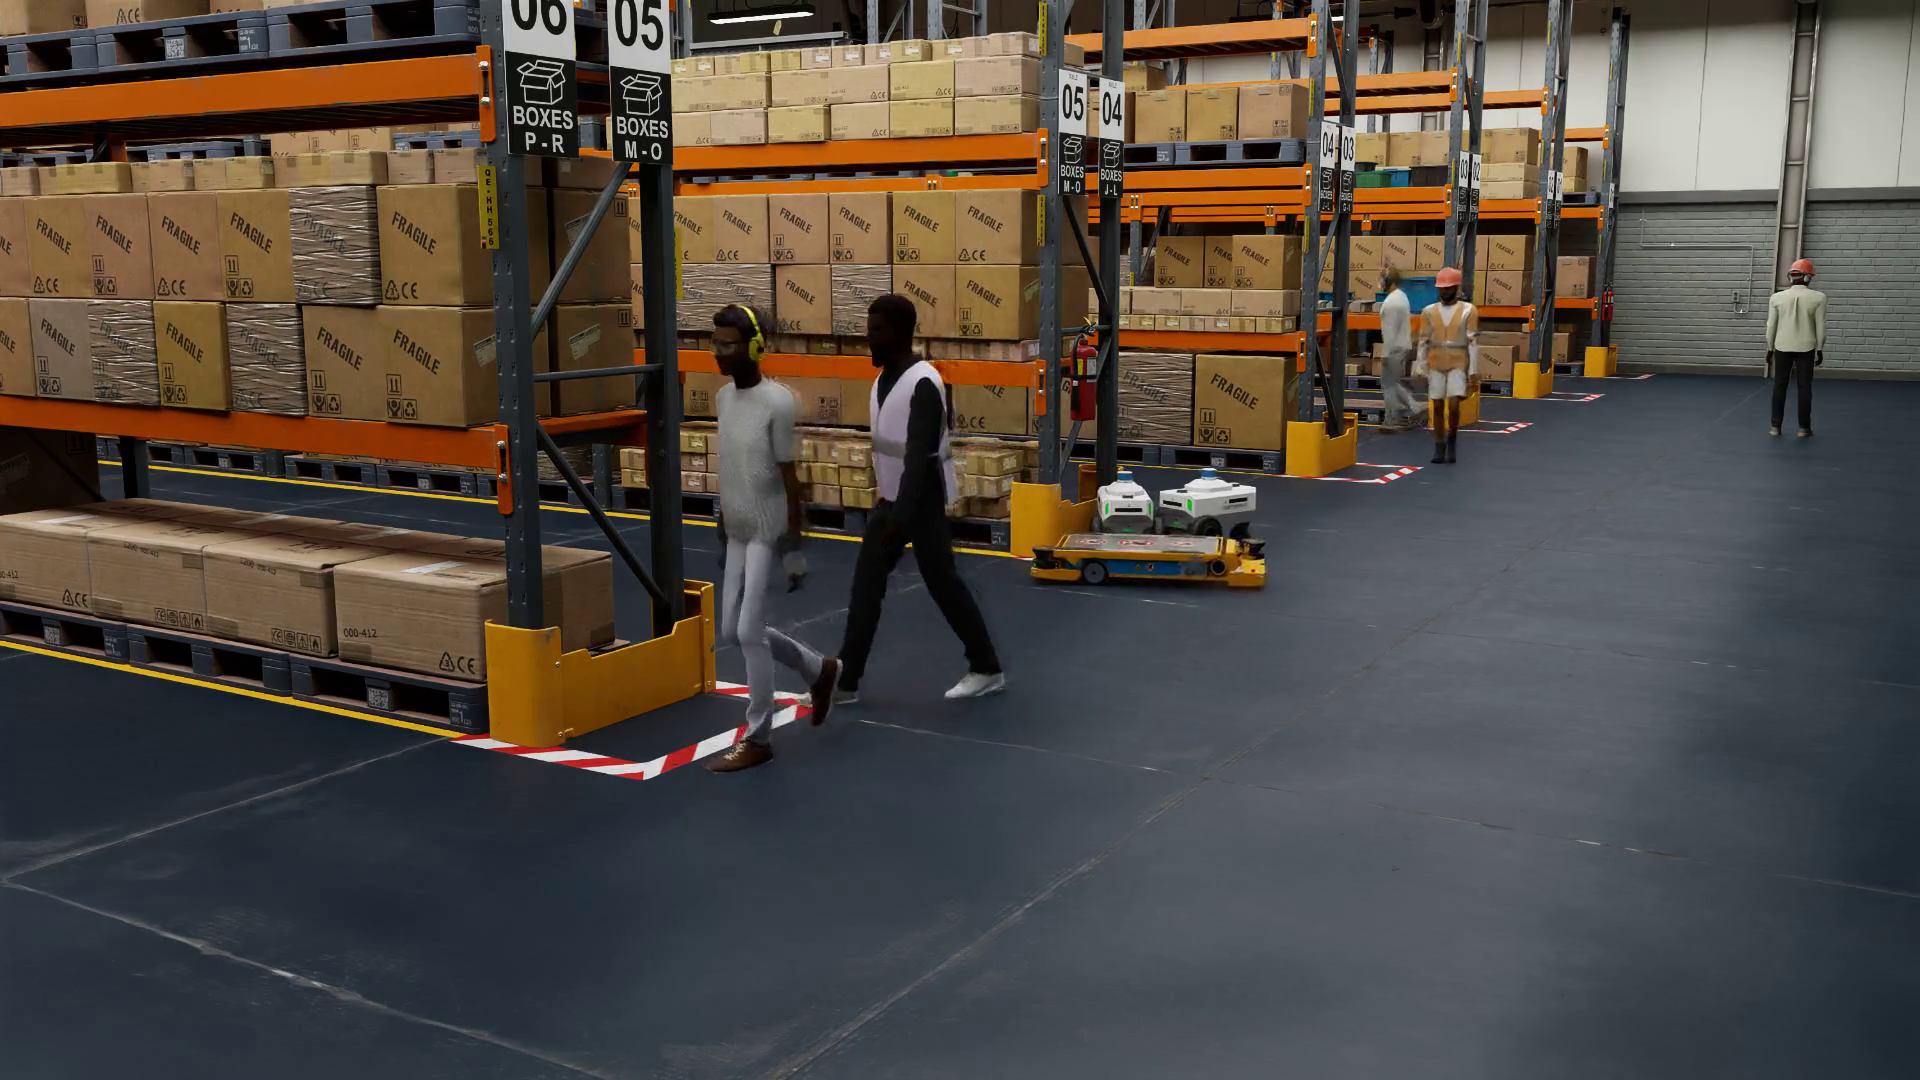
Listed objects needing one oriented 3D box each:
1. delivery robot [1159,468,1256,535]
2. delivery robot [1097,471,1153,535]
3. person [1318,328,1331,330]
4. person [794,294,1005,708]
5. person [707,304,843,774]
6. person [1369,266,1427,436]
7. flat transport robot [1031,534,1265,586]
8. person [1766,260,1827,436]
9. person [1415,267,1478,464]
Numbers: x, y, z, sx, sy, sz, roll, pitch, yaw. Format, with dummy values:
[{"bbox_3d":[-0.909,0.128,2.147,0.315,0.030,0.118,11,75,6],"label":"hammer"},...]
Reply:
[{"bbox_3d":[1.725,-0.255,11.547,0.707,0.478,0.477,-7,12,-37],"label":"delivery robot"},{"bbox_3d":[1.128,-0.229,11.395,0.477,0.478,0.707,0,10,1],"label":"delivery robot"},{"bbox_3d":[6.532,-3.955,29.699,0.783,1.845,0.658,5,11,26],"label":"person"},{"bbox_3d":[-0.232,-0.165,7.504,0.987,1.871,0.591,-5,11,-28],"label":"person"},{"bbox_3d":[-0.752,-0.020,6.682,0.656,1.851,0.563,-8,13,-41],"label":"person"},{"bbox_3d":[4.947,-2.122,18.776,0.524,1.919,0.667,4,10,22],"label":"person"},{"bbox_3d":[1.198,0.113,10.495,1.431,0.197,0.652,2,10,10],"label":"flat transport robot"},{"bbox_3d":[9.454,-2.166,18.818,0.609,1.988,0.392,7,12,34],"label":"person"},{"bbox_3d":[4.715,-1.681,16.181,0.564,1.915,0.511,6,11,30],"label":"person"}]
